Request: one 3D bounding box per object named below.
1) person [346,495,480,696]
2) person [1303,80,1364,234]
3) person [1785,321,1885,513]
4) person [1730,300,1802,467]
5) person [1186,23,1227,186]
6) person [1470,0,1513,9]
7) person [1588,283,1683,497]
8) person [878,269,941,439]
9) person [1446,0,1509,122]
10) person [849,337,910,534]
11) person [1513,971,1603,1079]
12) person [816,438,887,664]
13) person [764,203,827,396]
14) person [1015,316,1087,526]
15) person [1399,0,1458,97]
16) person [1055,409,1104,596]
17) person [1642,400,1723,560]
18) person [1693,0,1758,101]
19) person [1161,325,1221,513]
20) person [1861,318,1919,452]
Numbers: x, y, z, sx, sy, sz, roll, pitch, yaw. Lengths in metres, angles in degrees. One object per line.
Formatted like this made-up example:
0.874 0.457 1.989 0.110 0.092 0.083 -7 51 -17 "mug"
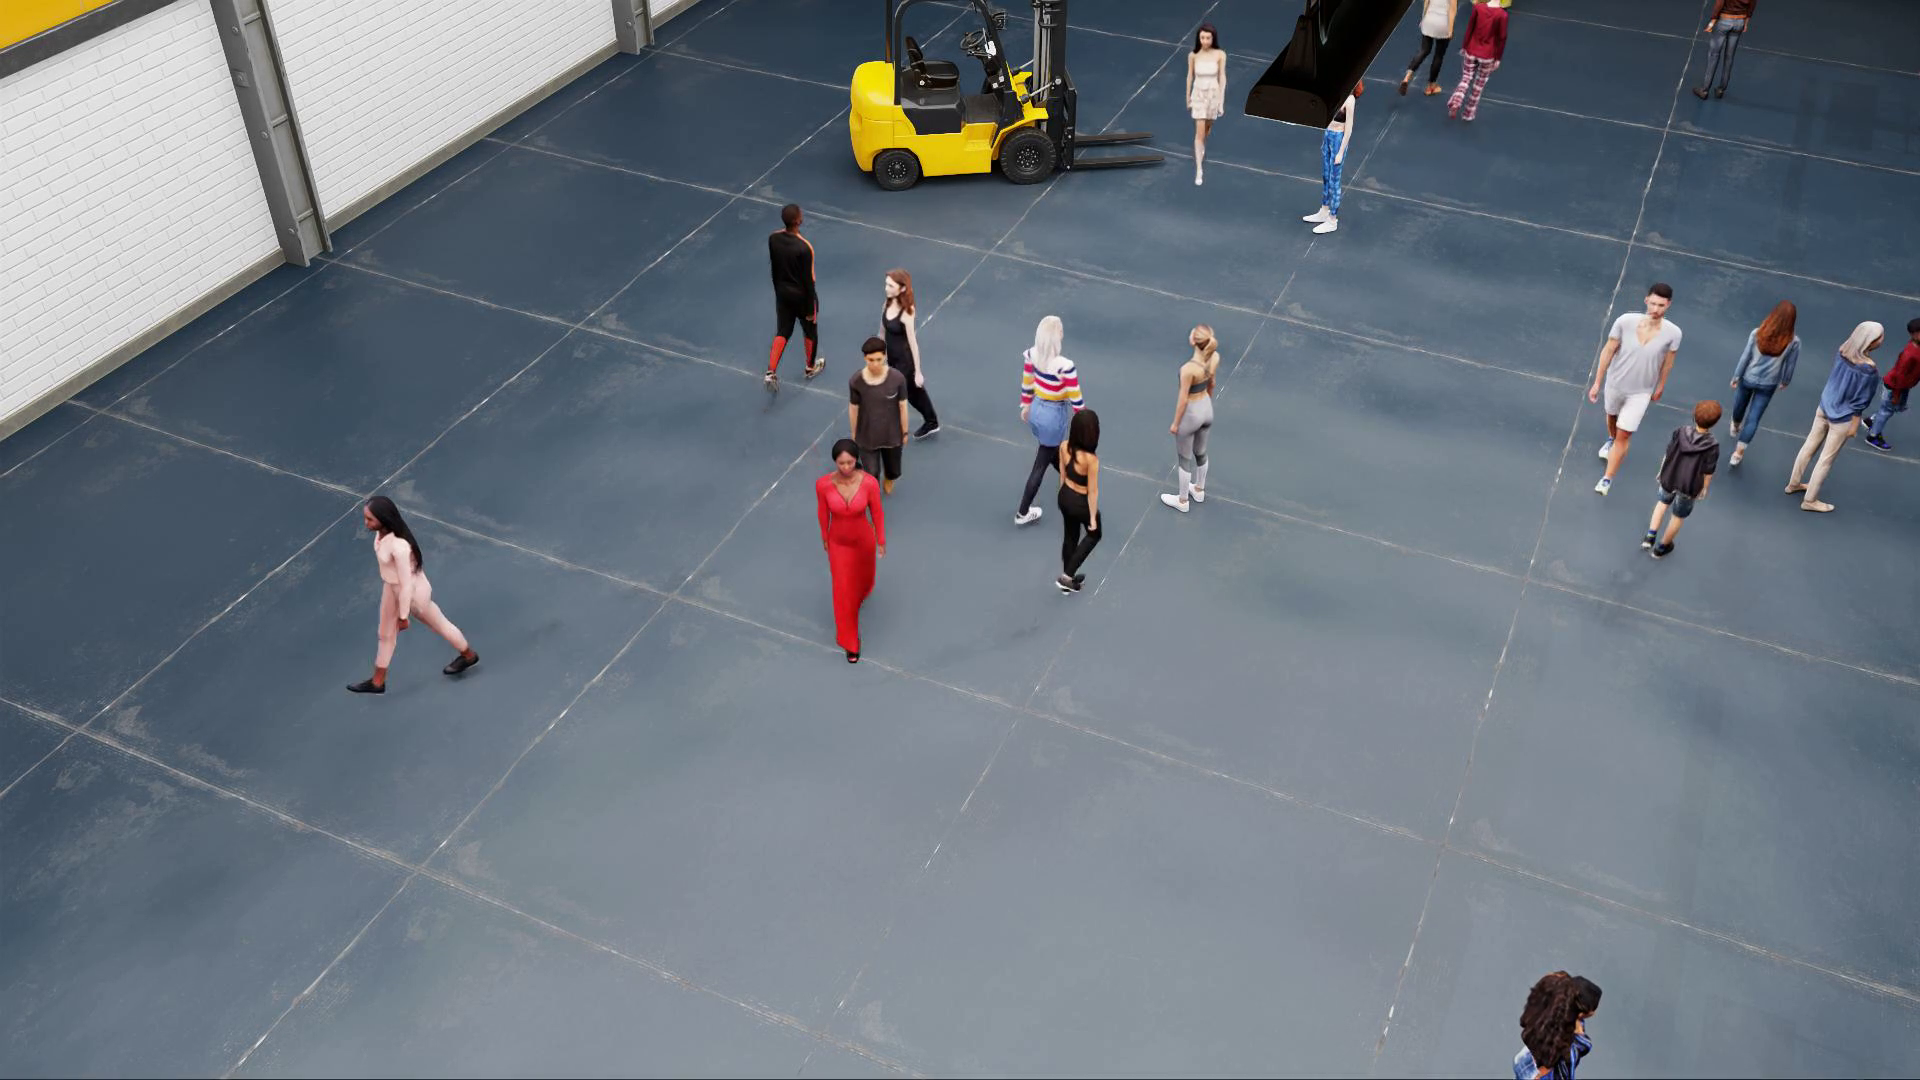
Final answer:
-3.751 0.363 11.610 1.246 1.667 1.009 -24 44 -27 "person"
3.833 -4.008 16.999 0.746 1.782 0.678 -8 39 -10 "person"
7.014 -1.008 13.311 0.769 1.696 0.674 -5 39 -6 "person"
6.653 -1.282 13.846 0.627 1.448 1.005 19 42 22 "person"
2.674 -4.774 18.025 0.808 1.688 1.140 4 39 5 "person"
7.101 -7.839 21.896 0.915 1.658 0.858 24 45 27 "person"
5.499 -1.319 13.617 0.770 1.790 1.254 21 43 24 "person"
-0.412 -1.508 13.933 1.210 1.692 1.010 -22 44 -25 "person"
5.915 -5.540 18.980 0.765 1.694 0.826 24 45 27 "person"
-0.641 -0.891 13.152 0.882 1.702 1.024 -3 39 -3 "person"
3.005 2.784 8.616 0.755 1.621 0.635 -1 39 -1 "person"
-0.770 -0.024 12.034 0.996 1.754 1.199 -4 39 -5 "person"
-1.504 -2.090 14.588 0.619 1.785 1.065 17 42 20 "person"
0.641 -0.903 13.126 1.224 1.754 0.959 -30 47 -32 "person"
5.534 -6.022 19.493 1.062 1.808 0.861 -28 46 -31 "person"
0.819 -0.219 12.367 0.707 1.632 0.668 -32 48 -34 "person"
5.521 -0.434 12.792 0.665 1.437 0.633 -30 47 -32 "person"
9.071 -6.073 19.576 0.720 1.783 0.702 -2 39 -3 "person"
1.873 -0.982 13.265 0.612 1.704 0.706 -27 46 -30 "person"
7.905 -1.353 14.096 0.629 1.246 0.536 28 46 31 "person"
